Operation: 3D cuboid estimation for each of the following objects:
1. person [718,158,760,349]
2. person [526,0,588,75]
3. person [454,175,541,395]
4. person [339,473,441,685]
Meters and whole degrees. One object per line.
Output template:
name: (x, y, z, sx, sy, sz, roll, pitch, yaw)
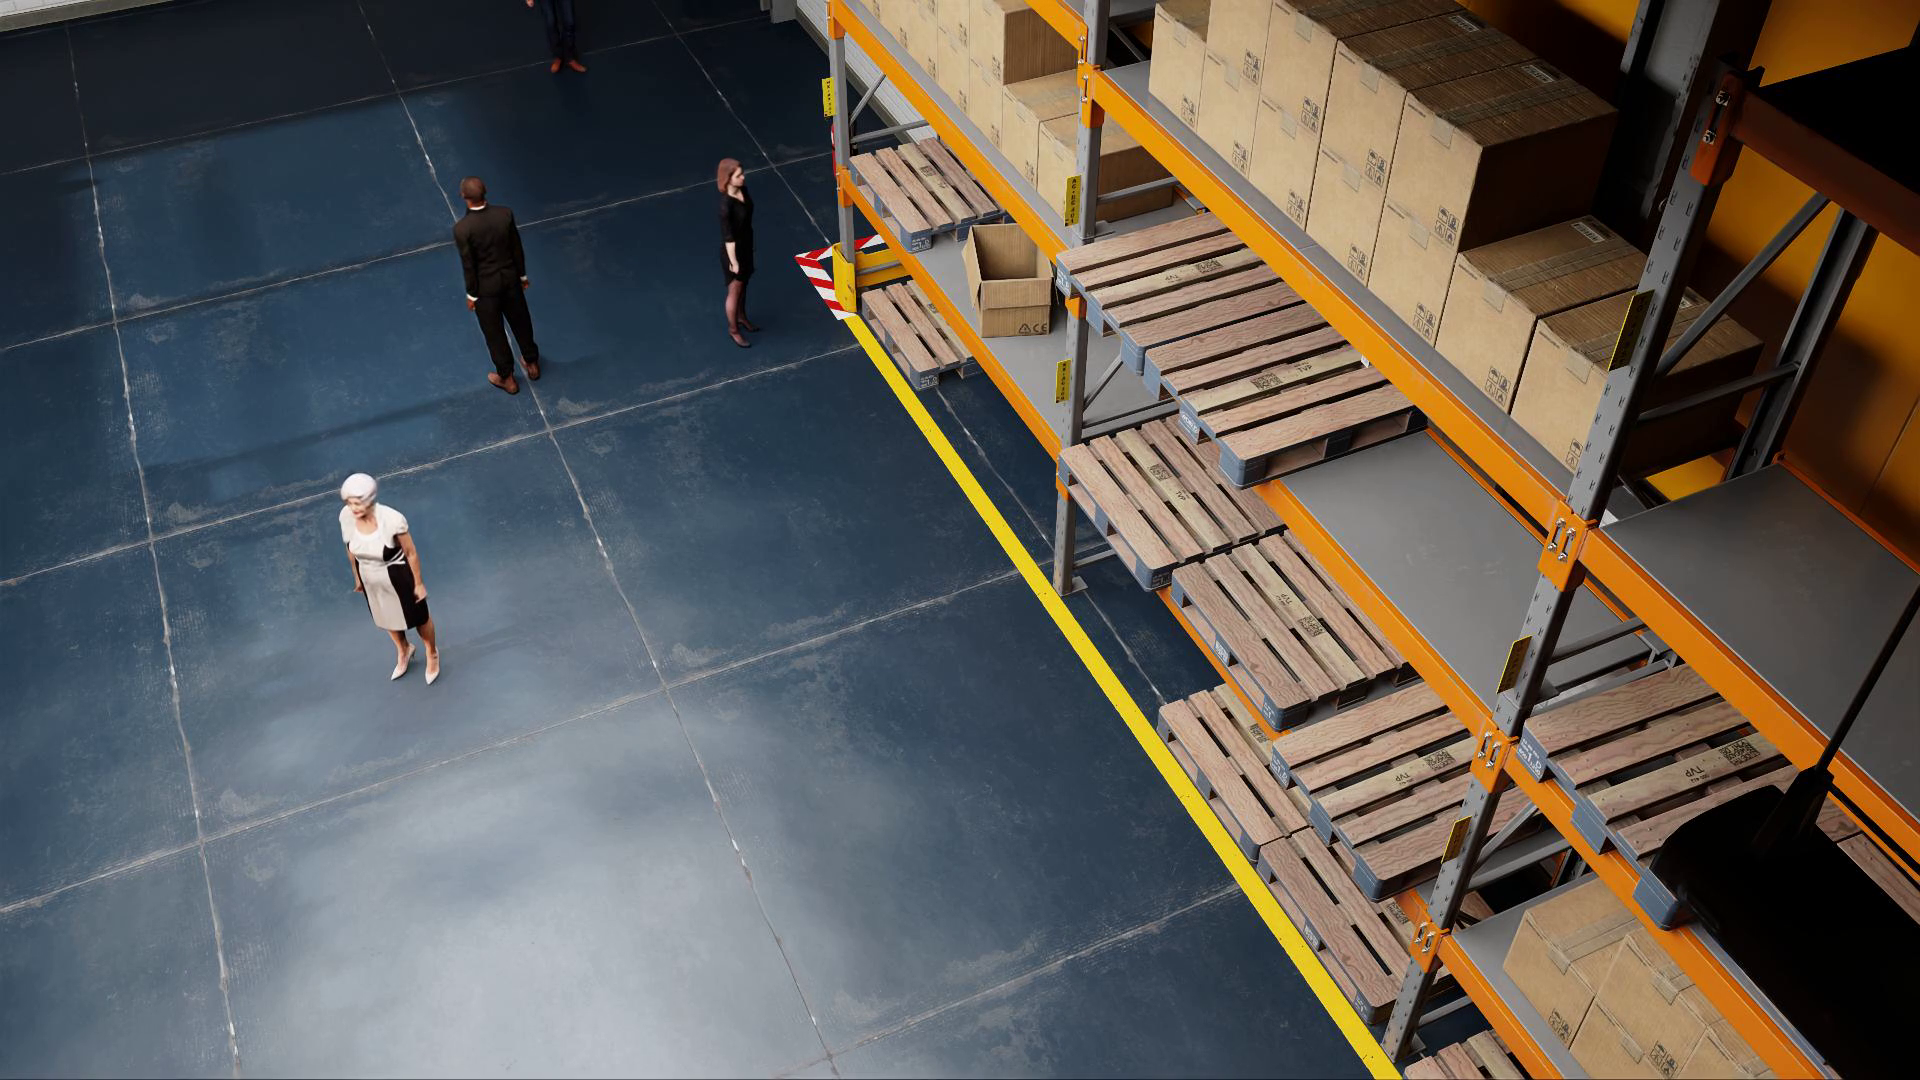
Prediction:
person: (-1.816, -2.351, 13.527, 0.719, 1.704, 0.634, 10, 44, 10)
person: (-4.161, -5.667, 16.945, 0.718, 1.790, 0.634, -15, 46, -15)
person: (-3.632, -2.009, 13.022, 0.759, 1.905, 0.725, -32, 52, -29)
person: (-3.680, 0.252, 10.759, 0.716, 1.753, 0.735, 8, 44, 8)
